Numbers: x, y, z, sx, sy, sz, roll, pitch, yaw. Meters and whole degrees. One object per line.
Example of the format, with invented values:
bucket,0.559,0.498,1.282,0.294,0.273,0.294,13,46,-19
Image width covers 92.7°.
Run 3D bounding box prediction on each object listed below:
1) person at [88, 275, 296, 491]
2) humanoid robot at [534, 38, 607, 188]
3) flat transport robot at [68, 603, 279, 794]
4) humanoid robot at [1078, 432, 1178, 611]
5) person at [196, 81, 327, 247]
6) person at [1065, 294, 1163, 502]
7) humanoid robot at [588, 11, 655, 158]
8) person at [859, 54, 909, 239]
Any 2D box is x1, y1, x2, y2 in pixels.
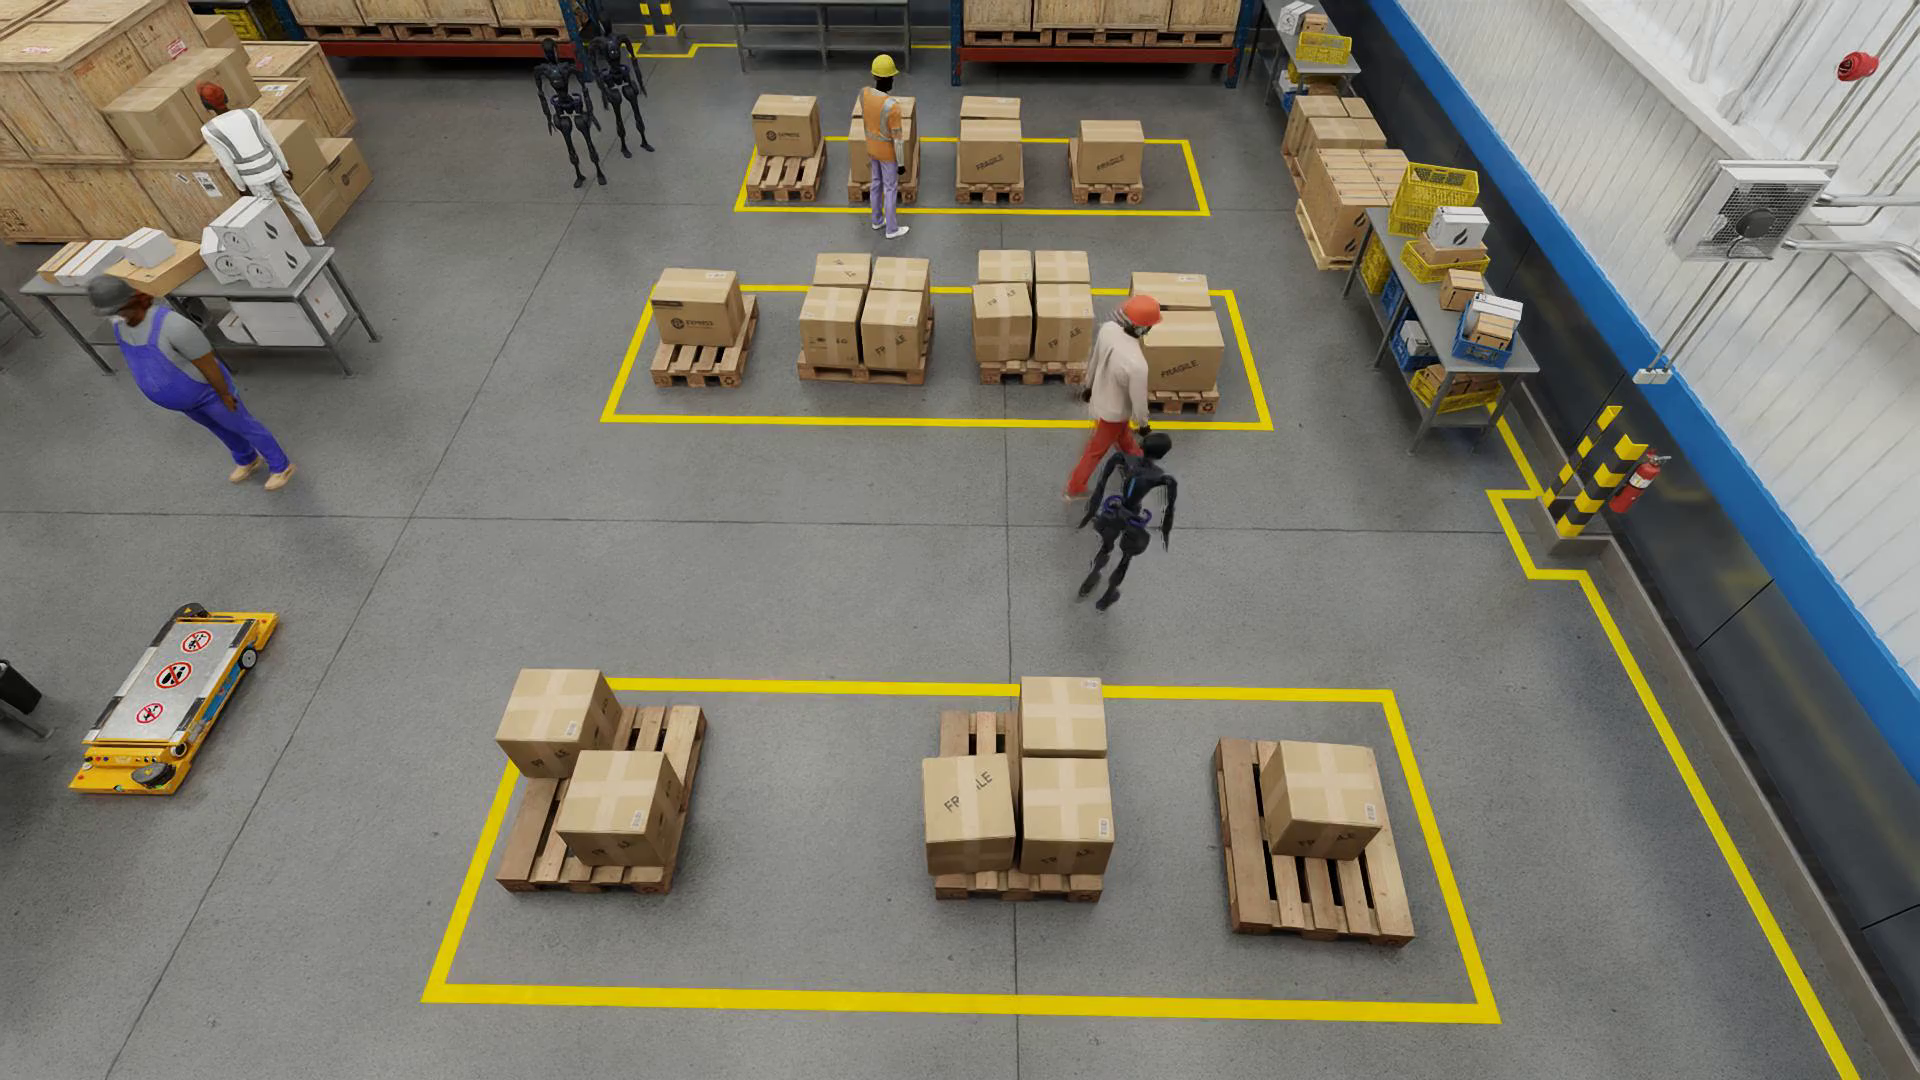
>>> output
person,-6.073,-1.201,7.223,0.678,2.000,0.535,11,51,9
humanoid robot,-4.502,-4.908,10.588,0.586,1.657,0.327,-9,50,-7
flat transport robot,-5.504,1.072,6.442,0.652,0.197,1.431,1,50,1
humanoid robot,1.194,-0.115,6.548,0.607,1.625,0.492,30,56,23
person,-7.244,-3.785,9.512,0.356,1.884,0.573,27,55,21
person,1.331,-1.093,7.197,1.010,1.936,0.634,-14,51,-11
humanoid robot,-4.098,-5.502,11.094,0.579,1.654,0.317,-28,55,-22
person,-0.797,-4.188,9.834,0.579,1.919,0.394,36,58,26
